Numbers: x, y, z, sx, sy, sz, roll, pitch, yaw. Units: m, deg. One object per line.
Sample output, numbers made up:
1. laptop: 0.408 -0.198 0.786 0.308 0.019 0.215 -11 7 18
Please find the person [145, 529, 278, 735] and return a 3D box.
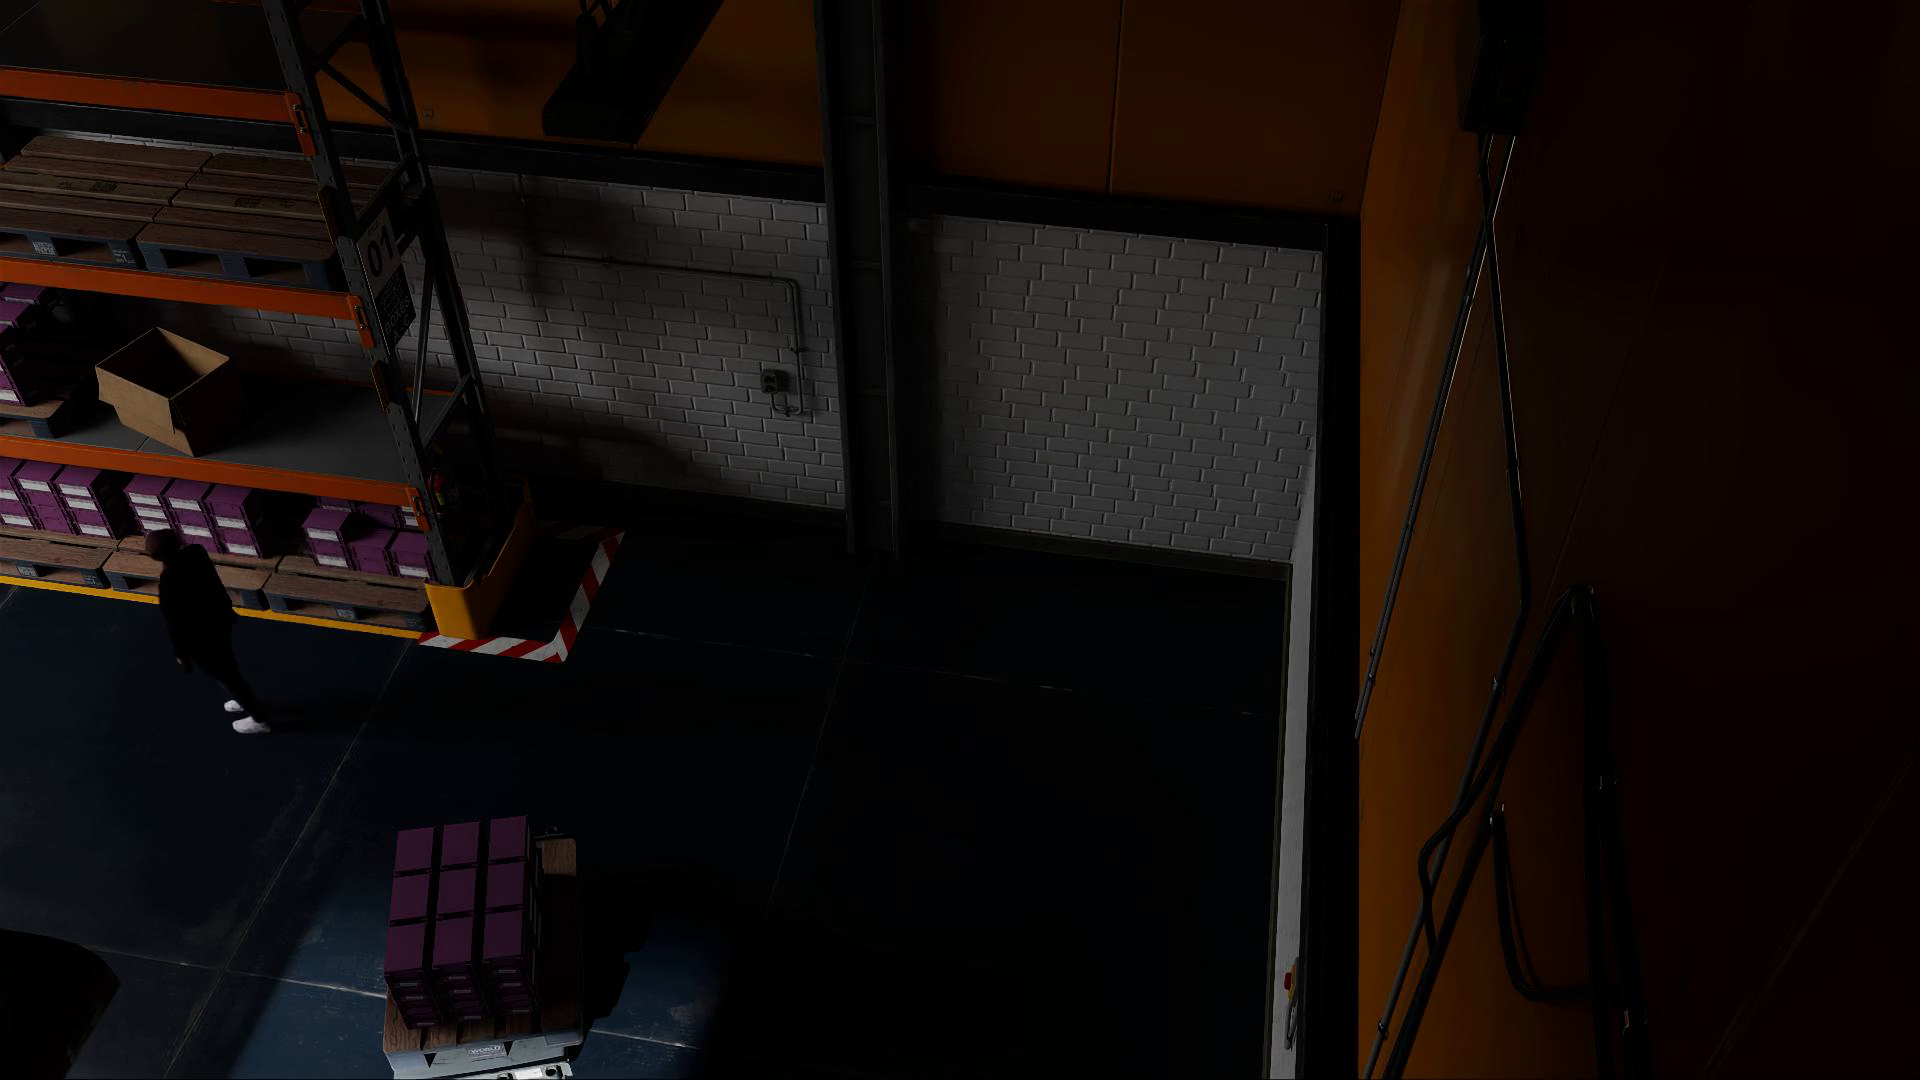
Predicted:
1. person: -4.616 0.591 10.397 0.679 1.744 0.686 4 44 4
